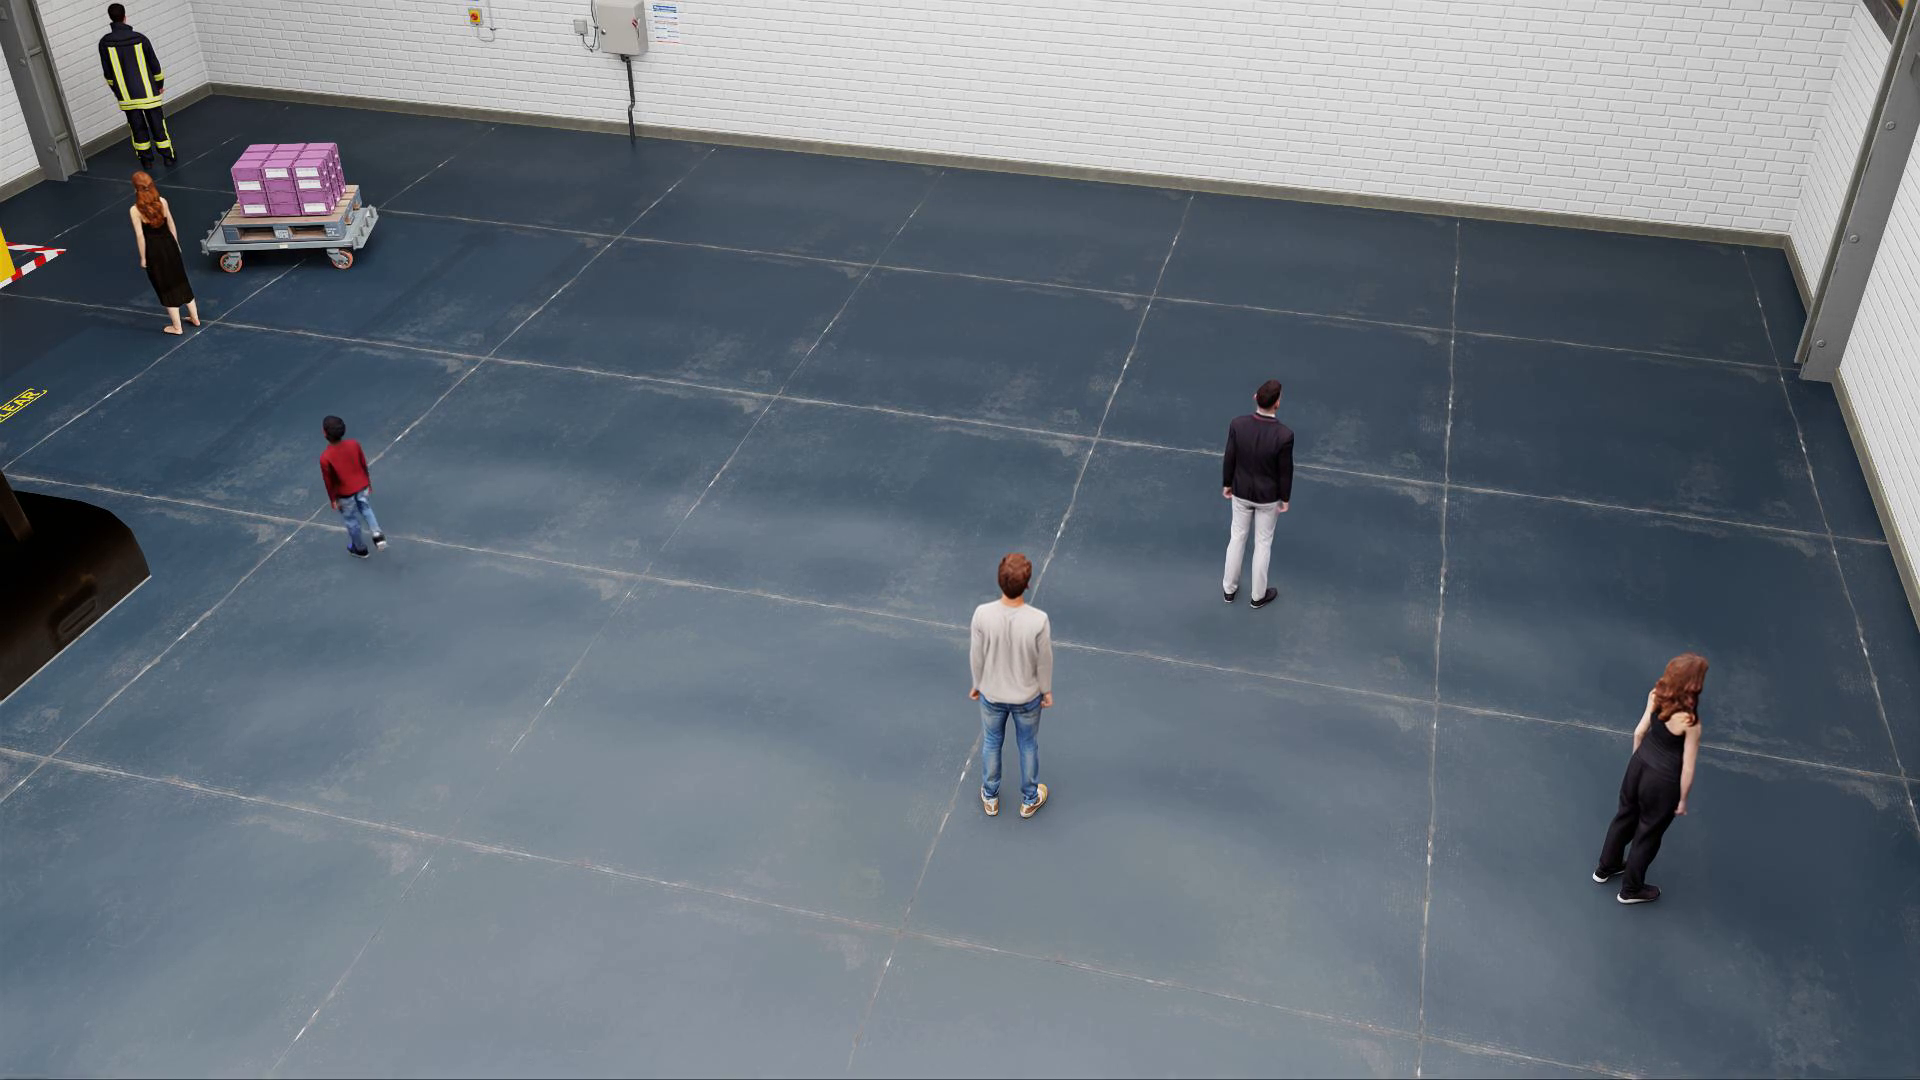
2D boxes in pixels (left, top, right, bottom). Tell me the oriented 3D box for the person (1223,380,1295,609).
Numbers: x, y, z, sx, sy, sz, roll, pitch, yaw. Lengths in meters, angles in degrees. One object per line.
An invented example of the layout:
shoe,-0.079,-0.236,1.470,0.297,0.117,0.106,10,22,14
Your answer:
person,2.159,-0.340,12.162,0.708,1.842,0.613,17,37,23

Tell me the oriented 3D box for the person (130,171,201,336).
person,-7.688,-2.766,16.009,0.706,1.624,0.591,19,38,26

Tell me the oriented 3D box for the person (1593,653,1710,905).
person,4.034,1.370,9.676,0.719,1.746,0.633,-14,36,-19

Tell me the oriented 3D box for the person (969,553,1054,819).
person,0.311,0.917,10.217,0.689,1.902,0.583,5,34,8

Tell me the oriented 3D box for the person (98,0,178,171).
person,-9.733,-5.362,19.643,0.897,1.926,0.917,-13,36,-18

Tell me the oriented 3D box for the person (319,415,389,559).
person,-4.646,-0.388,12.771,0.671,1.248,0.615,26,41,33
